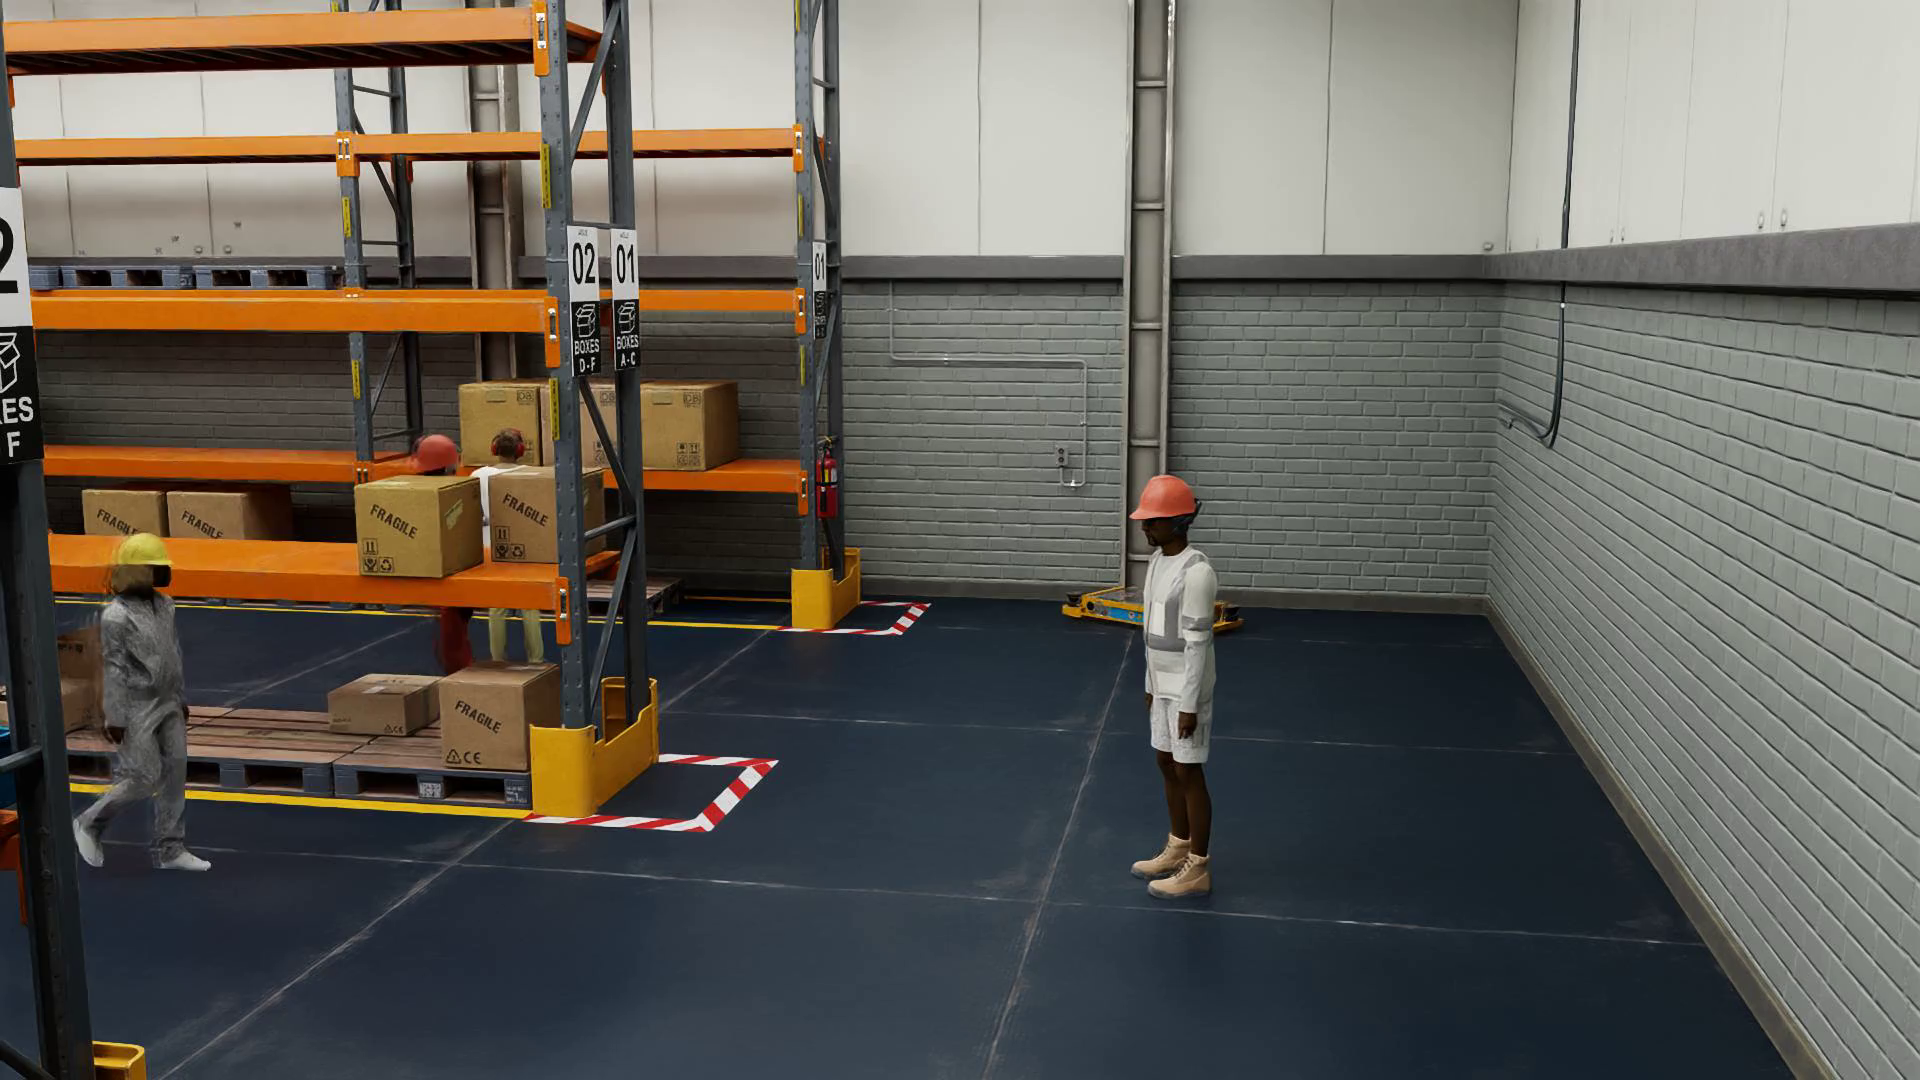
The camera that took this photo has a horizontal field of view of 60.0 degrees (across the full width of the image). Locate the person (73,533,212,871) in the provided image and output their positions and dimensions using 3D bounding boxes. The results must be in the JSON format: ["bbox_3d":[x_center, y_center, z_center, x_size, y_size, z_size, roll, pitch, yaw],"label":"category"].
[{"bbox_3d":[-4.065,0.814,8.213,0.546,1.725,0.489,1,9,8],"label":"person"}]

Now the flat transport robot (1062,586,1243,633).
[{"bbox_3d":[1.622,0.588,14.113,1.431,0.197,0.652,9,13,43],"label":"flat transport robot"}]

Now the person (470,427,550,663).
[{"bbox_3d":[-3.334,0.087,12.357,0.570,1.840,0.373,-1,9,-5],"label":"person"}]

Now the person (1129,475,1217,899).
[{"bbox_3d":[1.010,0.700,7.989,0.414,2.036,0.602,-3,10,-16],"label":"person"}]

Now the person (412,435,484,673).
[{"bbox_3d":[-3.263,0.291,10.740,0.437,1.967,0.685,-5,10,-28],"label":"person"}]
